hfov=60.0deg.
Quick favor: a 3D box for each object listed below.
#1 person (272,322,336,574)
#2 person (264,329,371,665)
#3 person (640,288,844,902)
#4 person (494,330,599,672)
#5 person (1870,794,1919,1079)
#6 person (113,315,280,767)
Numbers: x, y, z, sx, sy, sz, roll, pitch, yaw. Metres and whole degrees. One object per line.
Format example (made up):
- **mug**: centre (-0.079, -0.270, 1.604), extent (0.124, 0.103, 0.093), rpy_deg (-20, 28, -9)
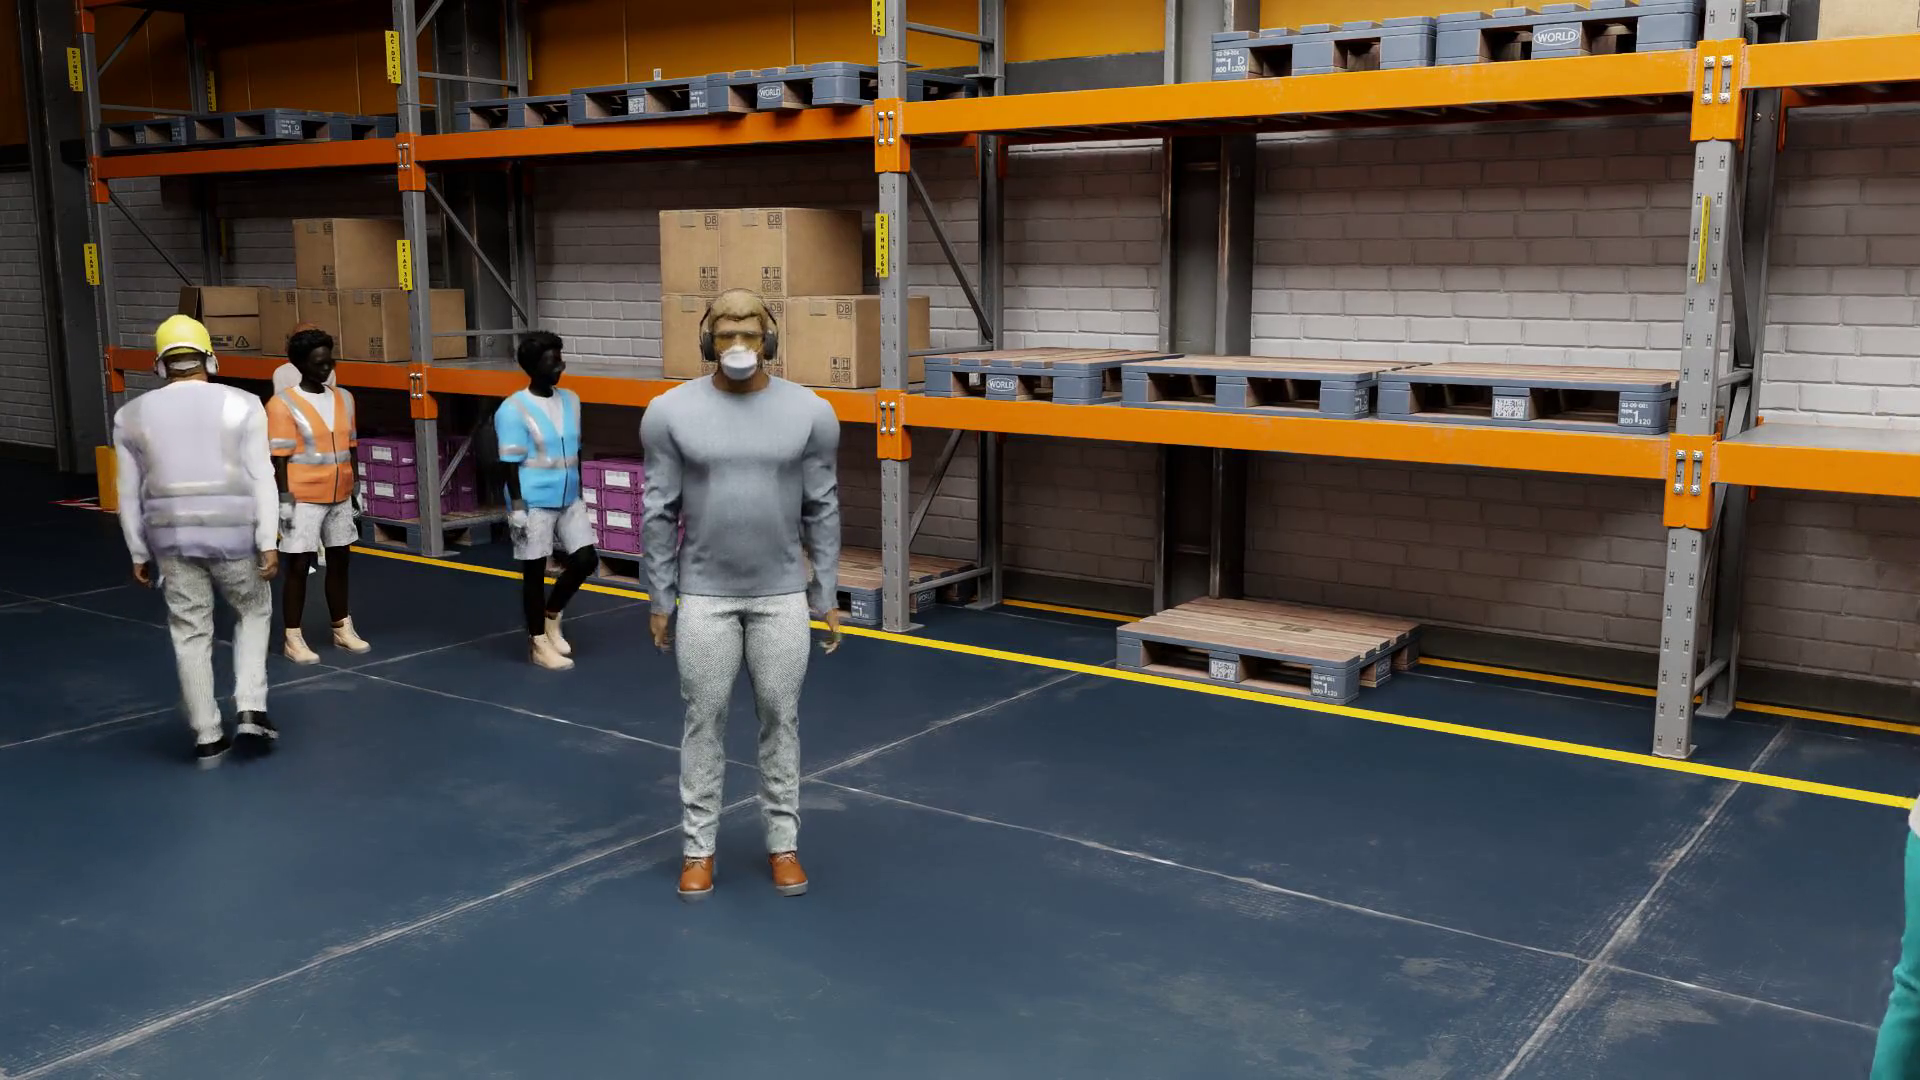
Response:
- **person**: centre (-4.237, -0.599, 10.843), extent (0.277, 1.629, 0.497), rpy_deg (5, 11, 28)
- **person**: centre (-3.246, -0.218, 8.395), extent (0.320, 1.687, 0.533), rpy_deg (5, 11, 29)
- **person**: centre (-0.680, 0.180, 5.284), extent (0.656, 1.939, 0.379), rpy_deg (-2, 10, -10)
- **person**: centre (-2.025, -0.184, 8.174), extent (0.367, 1.684, 0.557), rpy_deg (6, 11, 32)
- **person**: centre (2.112, 0.629, 3.215), extent (0.547, 1.734, 0.808), rpy_deg (0, 10, -1)
- **person**: centre (-3.058, 0.003, 6.720), extent (0.615, 1.801, 0.503), rpy_deg (-2, 10, -13)
